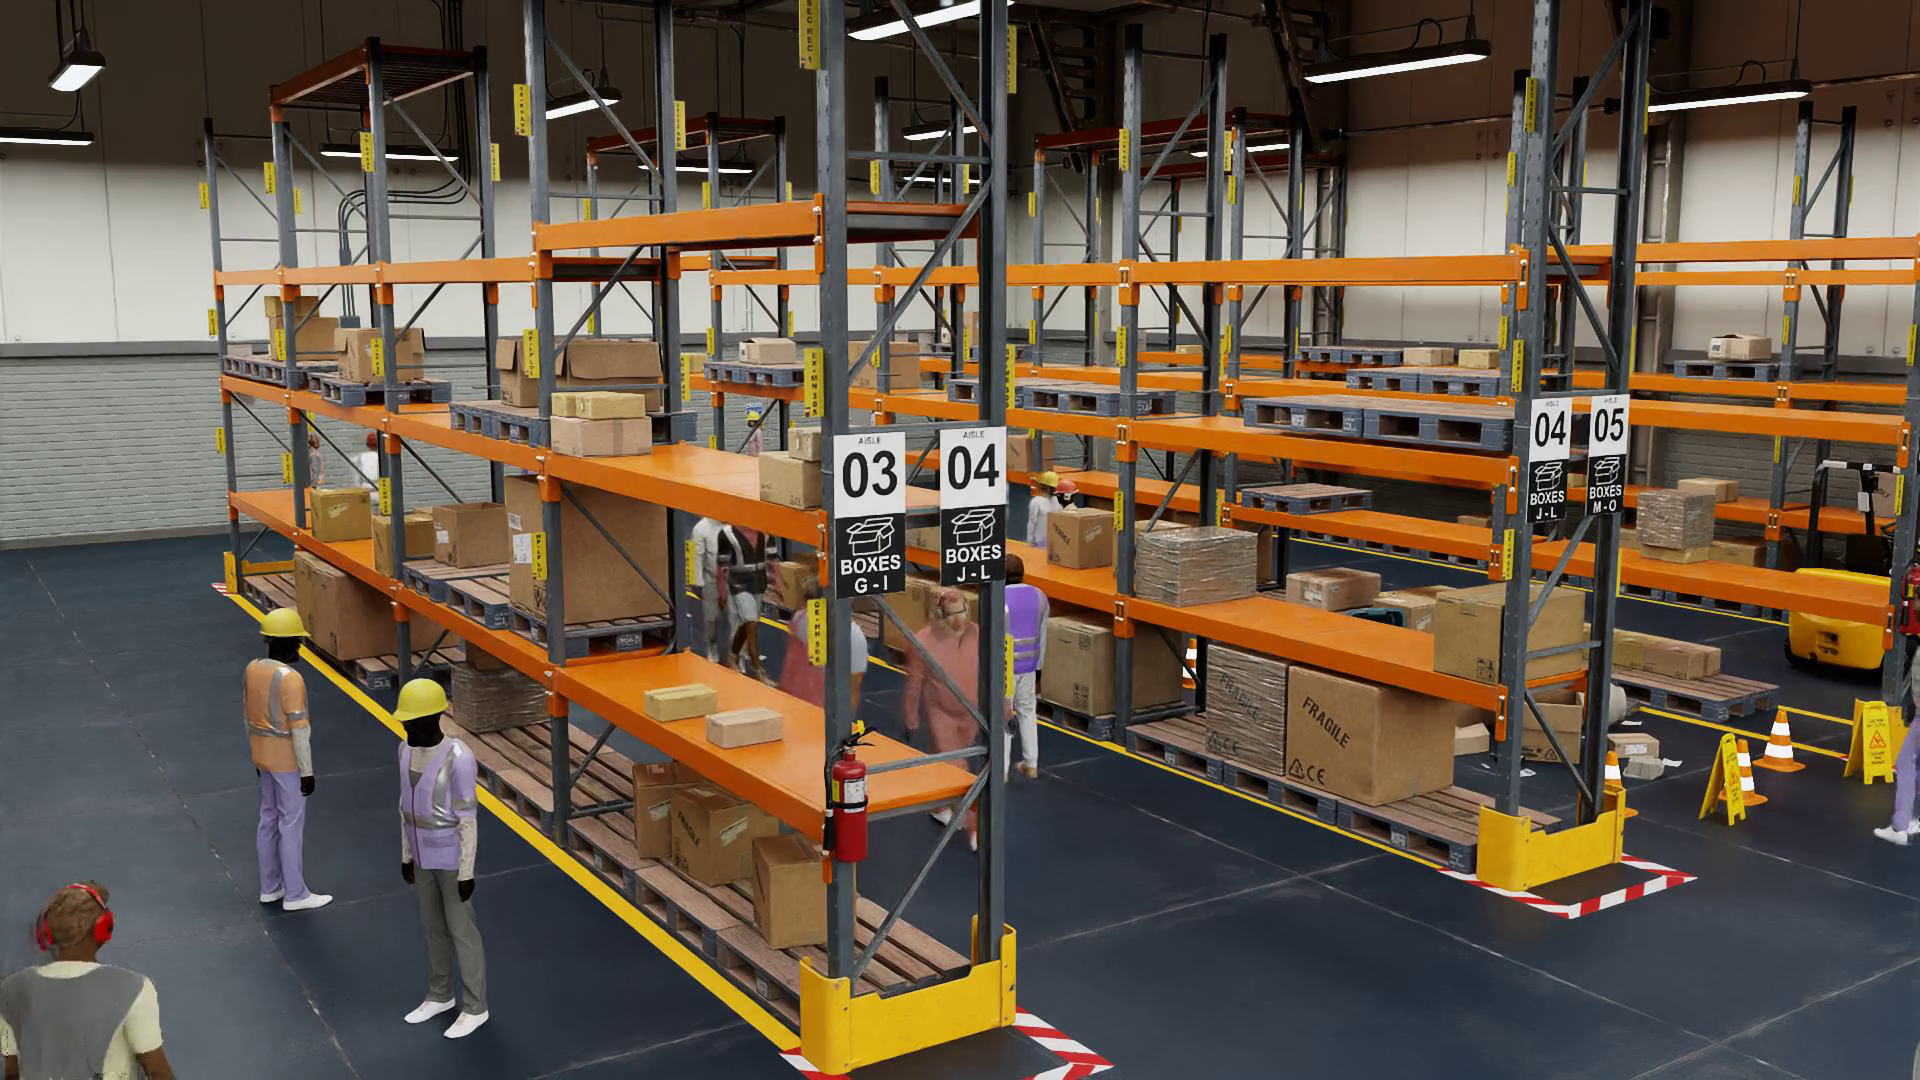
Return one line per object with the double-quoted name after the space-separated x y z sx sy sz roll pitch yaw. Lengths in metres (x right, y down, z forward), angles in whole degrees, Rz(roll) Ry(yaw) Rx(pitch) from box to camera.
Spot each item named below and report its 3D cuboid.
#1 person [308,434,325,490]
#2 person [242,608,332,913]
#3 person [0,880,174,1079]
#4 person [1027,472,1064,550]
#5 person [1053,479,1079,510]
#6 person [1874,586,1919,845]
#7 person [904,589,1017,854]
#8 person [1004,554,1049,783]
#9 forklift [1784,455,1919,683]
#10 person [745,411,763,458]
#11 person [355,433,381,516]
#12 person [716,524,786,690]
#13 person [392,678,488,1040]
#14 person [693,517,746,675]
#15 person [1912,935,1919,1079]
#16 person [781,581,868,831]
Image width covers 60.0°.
-10.262 -0.866 26.457 0.307 1.641 0.511 -4 9 -23 "person"
-4.275 1.383 10.536 0.594 1.922 0.377 6 11 37 "person"
-3.153 2.137 6.021 0.596 1.789 1.016 1 9 6 "person"
1.015 -0.008 20.499 0.528 1.716 0.904 -7 11 -39 "person"
1.224 0.164 19.219 0.325 1.752 0.560 0 9 2 "person"
6.838 1.232 11.823 0.388 1.842 0.556 8 11 42 "person"
0.011 1.244 11.739 0.764 1.840 1.008 -4 10 -27 "person"
0.403 1.020 13.281 0.623 1.834 0.430 -5 10 -31 "person"
9.643 0.253 17.172 2.313 2.155 1.214 -6 10 -33 "forklift"
-3.665 -1.414 29.686 0.315 1.767 0.535 -3 9 -21 "person"
-8.604 -0.656 24.421 0.591 1.841 0.970 0 9 2 "person"
-2.110 0.462 16.491 0.609 1.996 1.085 -7 11 -40 "person"
-2.756 1.658 8.748 0.585 1.918 0.410 6 11 36 "person"
-2.444 0.415 17.176 0.644 1.870 0.895 -2 9 -16 "person"
3.423 2.121 5.789 0.323 1.876 0.530 8 12 43 "person"
-1.043 1.154 11.680 0.845 2.000 0.533 8 12 44 "person"
